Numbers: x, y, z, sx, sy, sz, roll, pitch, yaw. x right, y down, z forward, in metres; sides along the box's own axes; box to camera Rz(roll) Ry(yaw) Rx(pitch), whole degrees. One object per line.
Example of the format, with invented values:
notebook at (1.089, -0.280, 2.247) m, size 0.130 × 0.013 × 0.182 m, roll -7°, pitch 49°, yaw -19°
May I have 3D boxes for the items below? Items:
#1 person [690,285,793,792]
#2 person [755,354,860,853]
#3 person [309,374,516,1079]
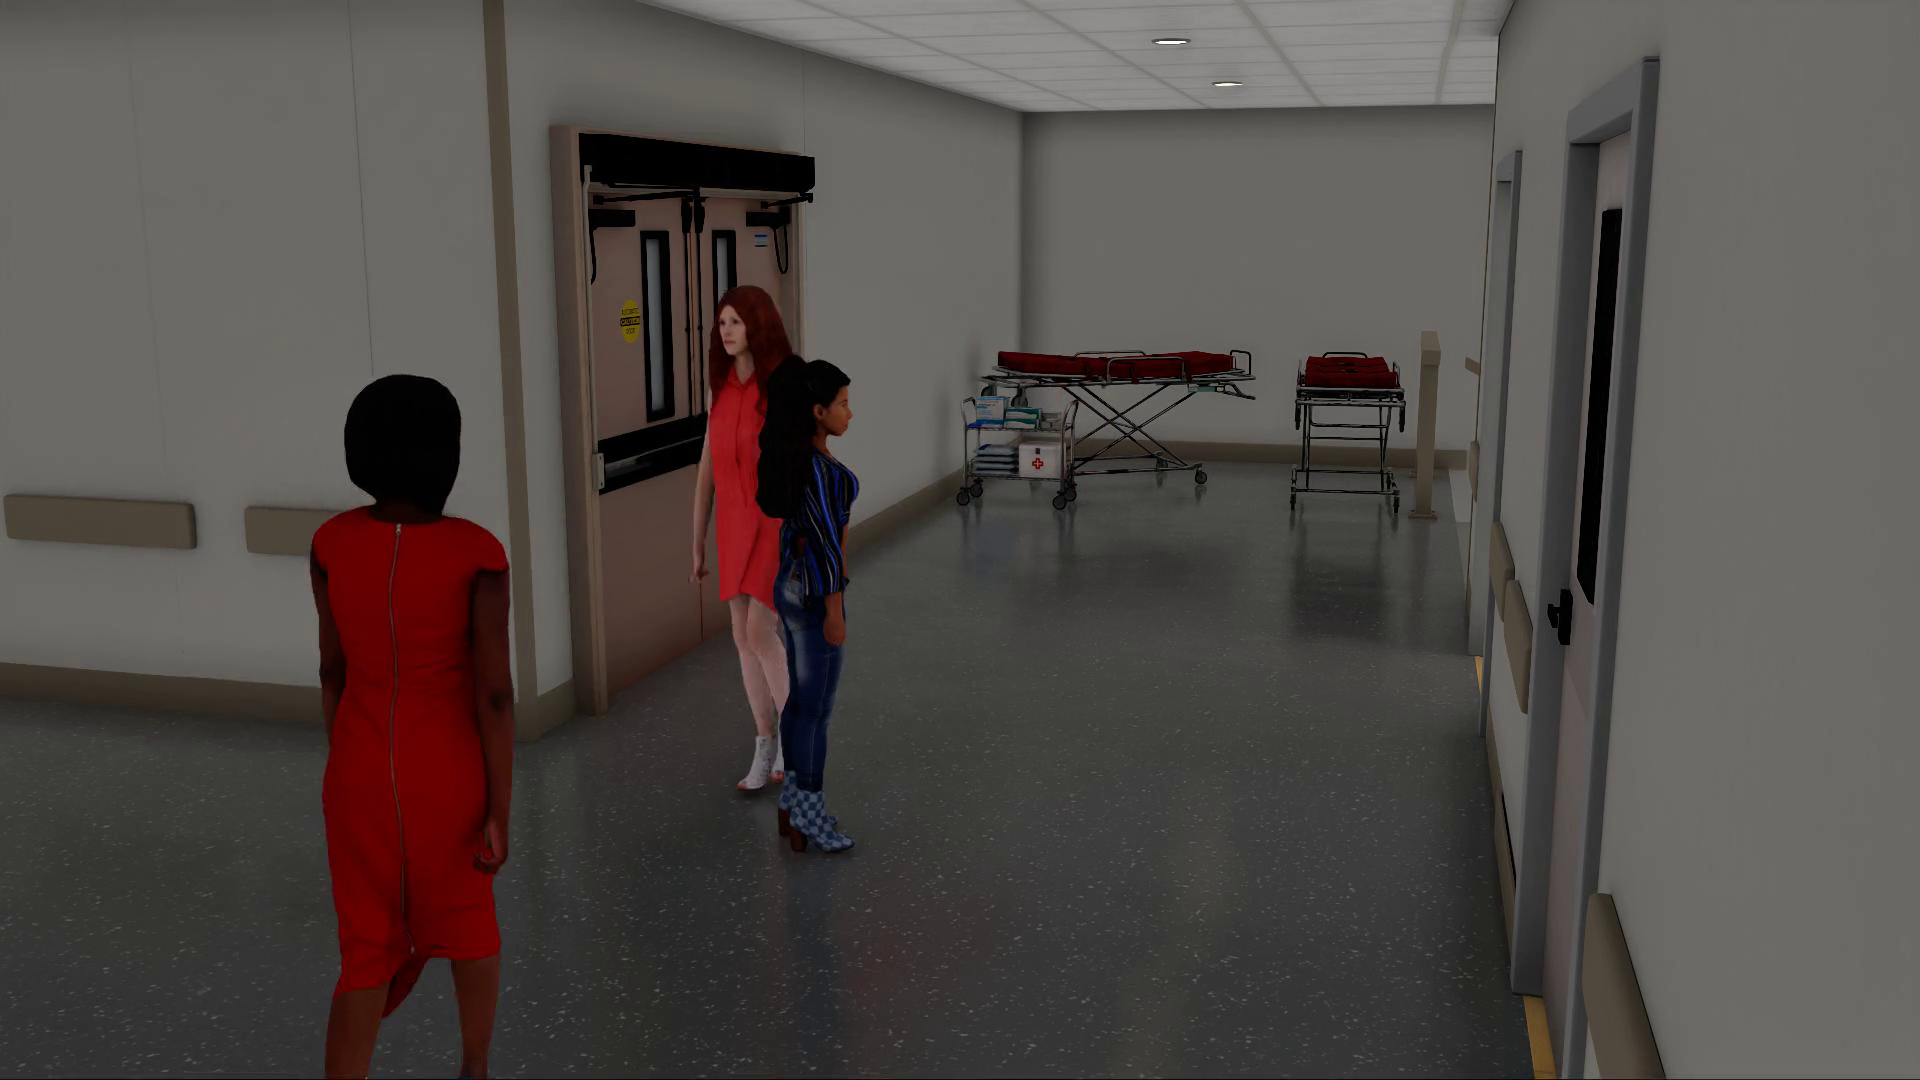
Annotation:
person at (-0.661, 0.012, 5.943) m, size 0.694 × 1.813 × 0.692 m, roll 7°, pitch 13°, yaw 31°
person at (-0.481, 0.204, 5.448) m, size 0.764 × 1.621 × 0.655 m, roll -3°, pitch 11°, yaw -15°
person at (-1.127, 0.562, 3.318) m, size 0.803 × 1.711 × 1.150 m, roll 0°, pitch 11°, yaw -2°
